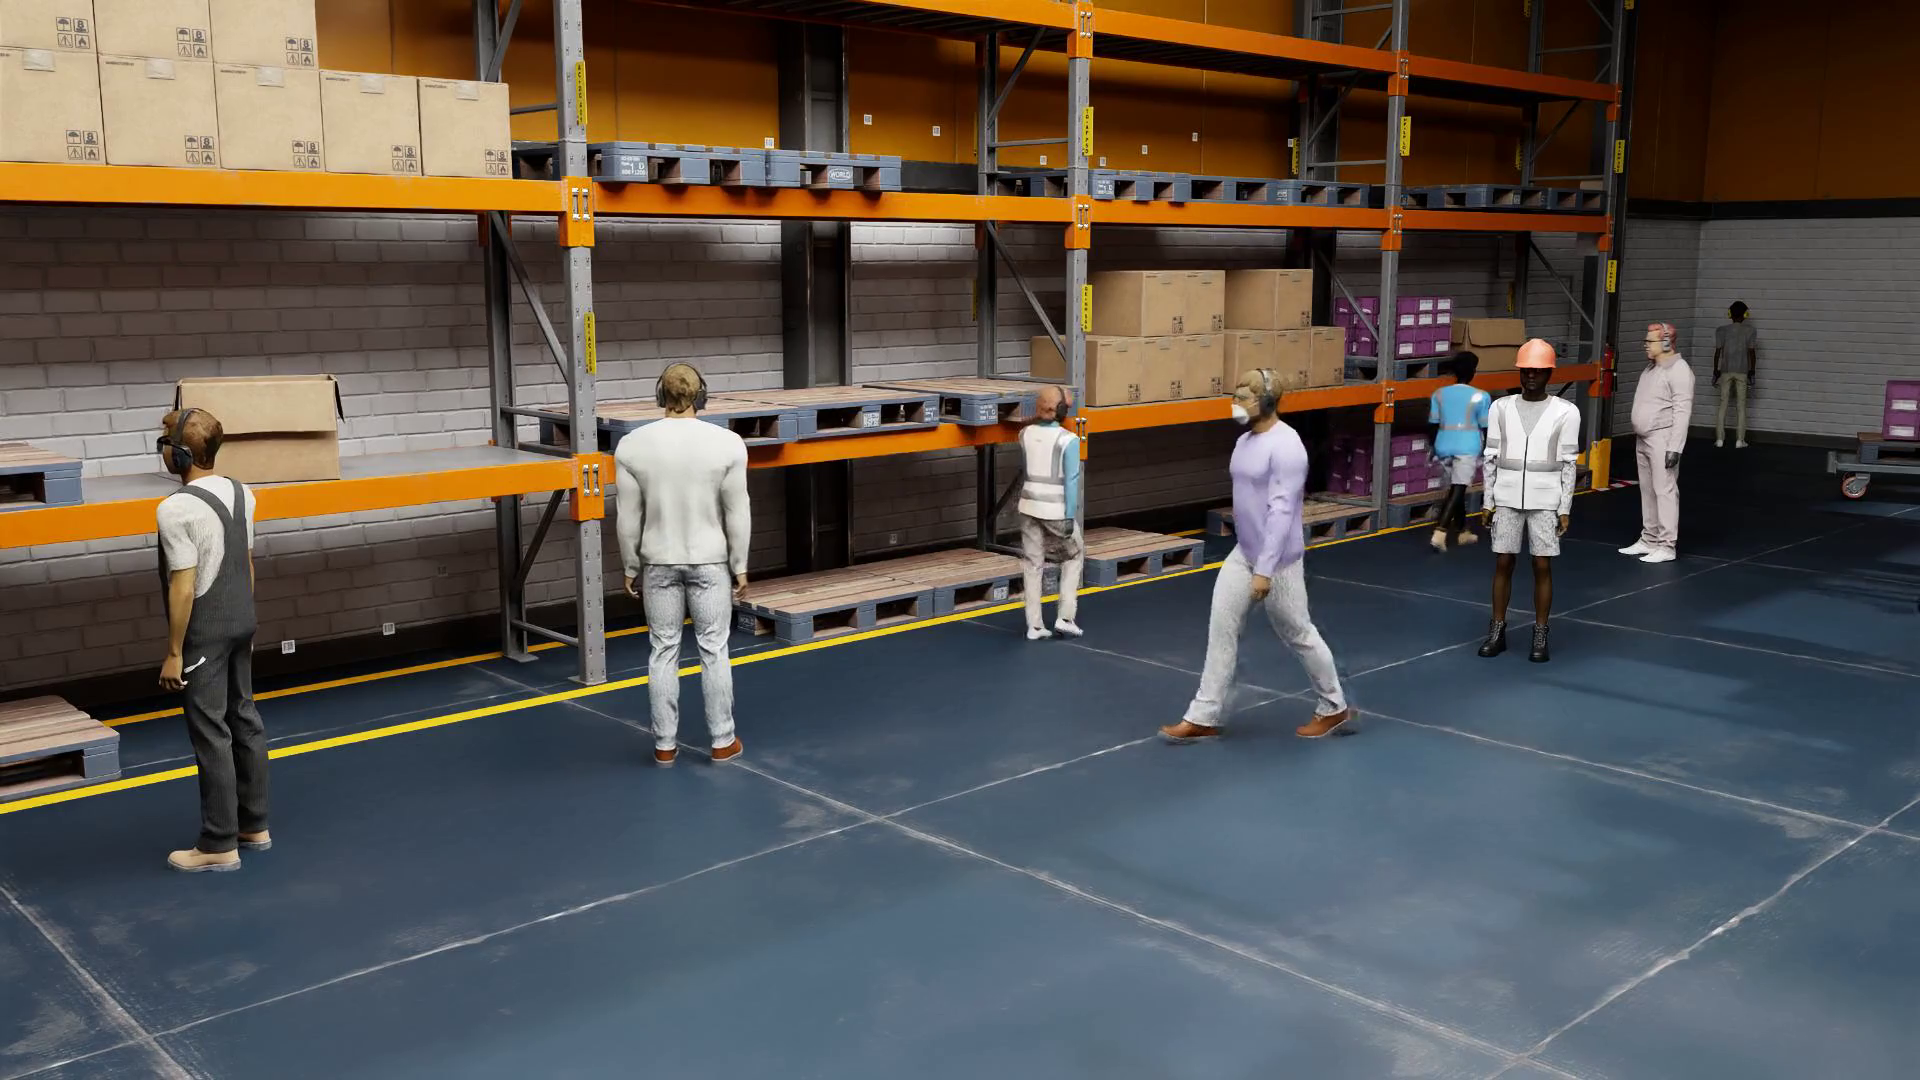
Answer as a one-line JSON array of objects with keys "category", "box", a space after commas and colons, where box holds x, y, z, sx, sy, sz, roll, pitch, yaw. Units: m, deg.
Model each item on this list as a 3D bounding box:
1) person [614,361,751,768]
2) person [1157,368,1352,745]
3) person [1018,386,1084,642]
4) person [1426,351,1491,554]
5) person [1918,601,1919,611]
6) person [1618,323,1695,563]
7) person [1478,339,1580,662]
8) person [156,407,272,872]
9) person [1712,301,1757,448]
[{"category": "person", "box": [-1.307, 0.125, 7.906, 0.629, 1.939, 0.371, 0, 10, -1]}, {"category": "person", "box": [1.536, 0.090, 8.259, 1.014, 1.894, 0.639, -3, 10, -18]}, {"category": "person", "box": [0.588, -0.165, 10.550, 0.512, 1.619, 0.511, 8, 12, 38]}, {"category": "person", "box": [4.098, -0.728, 13.714, 0.864, 1.663, 0.543, -9, 13, -43]}, {"category": "person", "box": [6.883, -0.427, 11.268, 0.978, 1.888, 0.564, -8, 12, -38]}, {"category": "person", "box": [5.549, -0.774, 13.268, 0.402, 1.904, 0.652, 0, 10, -2]}, {"category": "person", "box": [3.413, -0.236, 10.009, 0.545, 1.942, 0.353, 5, 11, 28]}, {"category": "person", "box": [-2.983, 0.394, 6.604, 0.345, 1.847, 0.507, 2, 10, 10]}, {"category": "person", "box": [9.853, -2.101, 21.164, 0.510, 1.865, 0.329, 6, 11, 29]}]
